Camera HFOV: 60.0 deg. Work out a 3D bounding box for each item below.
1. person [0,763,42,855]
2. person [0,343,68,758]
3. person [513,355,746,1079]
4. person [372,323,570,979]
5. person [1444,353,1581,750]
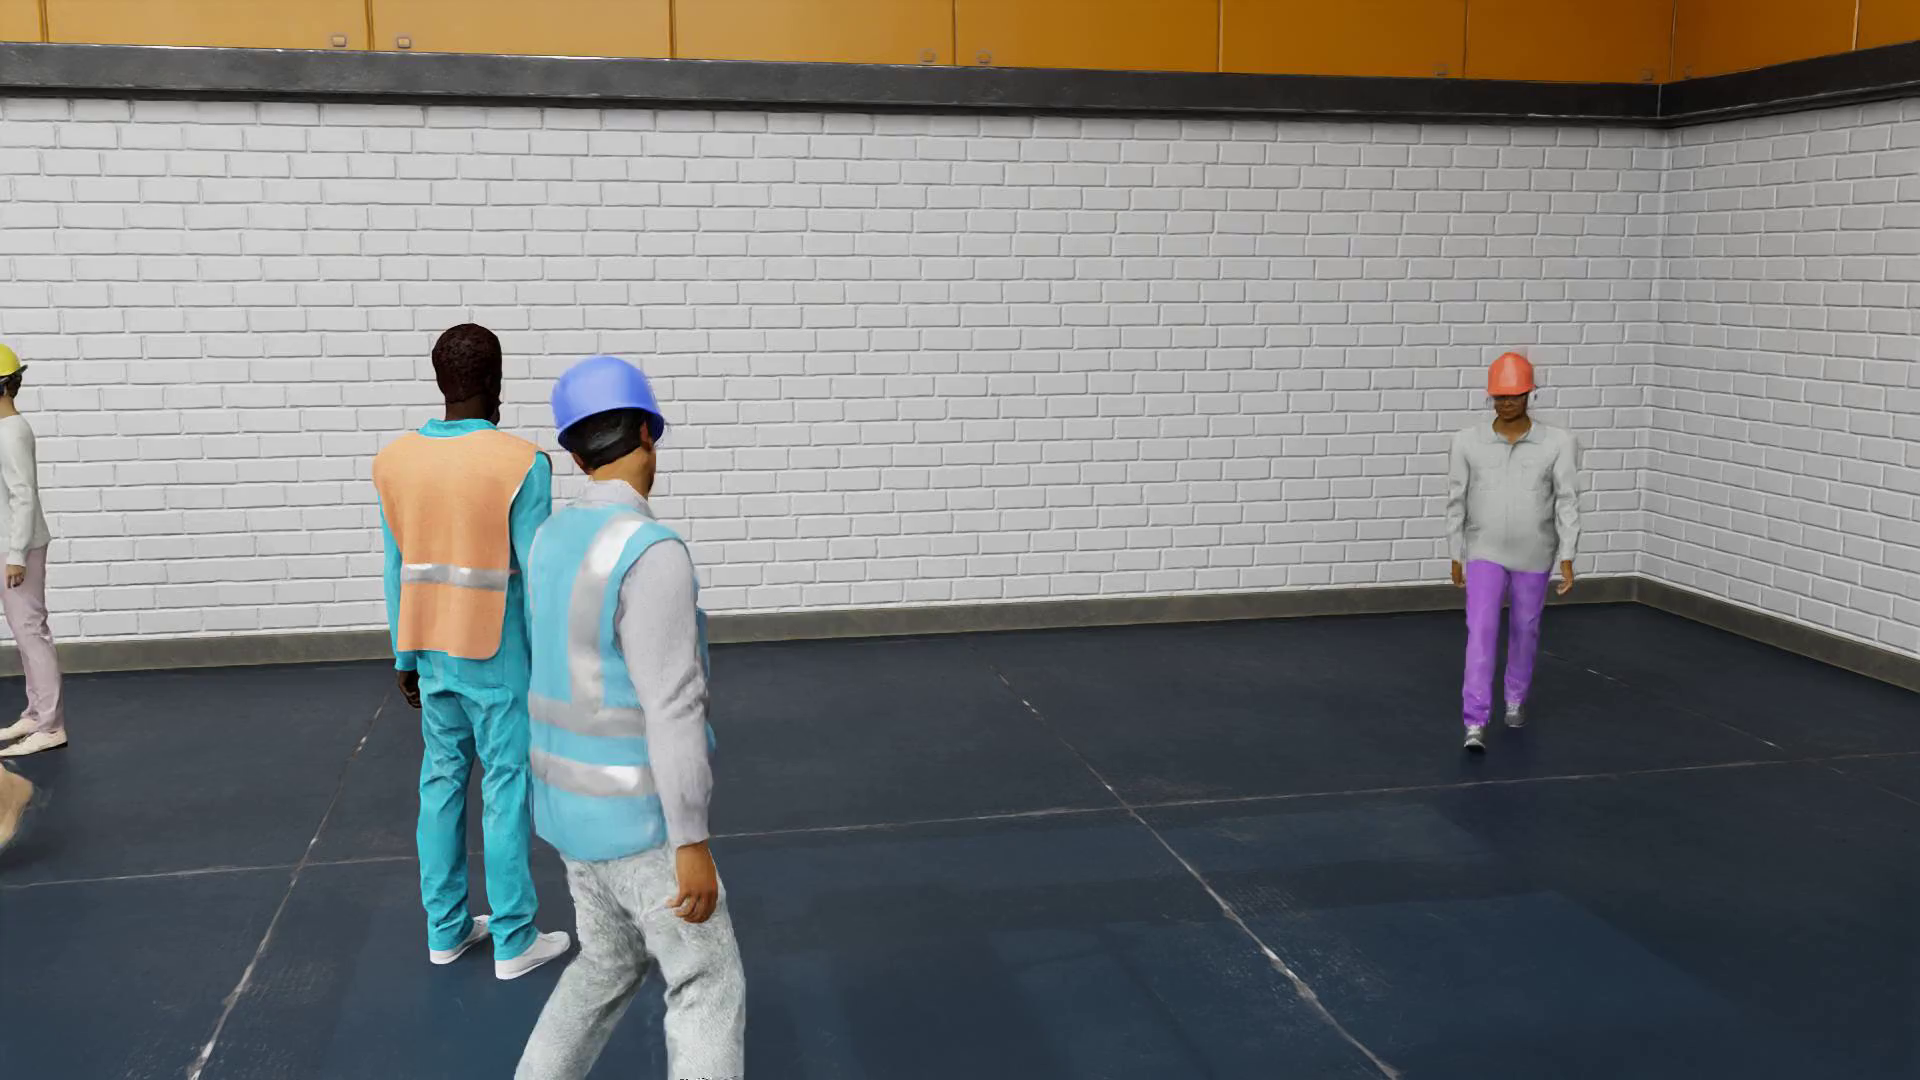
[{"bbox_3d":[-3.462,0.188,5.395,0.639,2.016,0.602,5,11,29],"label":"person"},{"bbox_3d":[-4.061,0.037,7.093,0.322,1.766,0.532,-6,11,-34],"label":"person"},{"bbox_3d":[-0.703,0.563,3.516,0.574,1.893,0.651,-5,11,-29],"label":"person"},{"bbox_3d":[-1.425,0.331,4.864,0.590,1.911,0.401,4,10,21],"label":"person"},{"bbox_3d":[2.392,0.042,7.239,0.560,1.703,0.901,3,10,18],"label":"person"}]
